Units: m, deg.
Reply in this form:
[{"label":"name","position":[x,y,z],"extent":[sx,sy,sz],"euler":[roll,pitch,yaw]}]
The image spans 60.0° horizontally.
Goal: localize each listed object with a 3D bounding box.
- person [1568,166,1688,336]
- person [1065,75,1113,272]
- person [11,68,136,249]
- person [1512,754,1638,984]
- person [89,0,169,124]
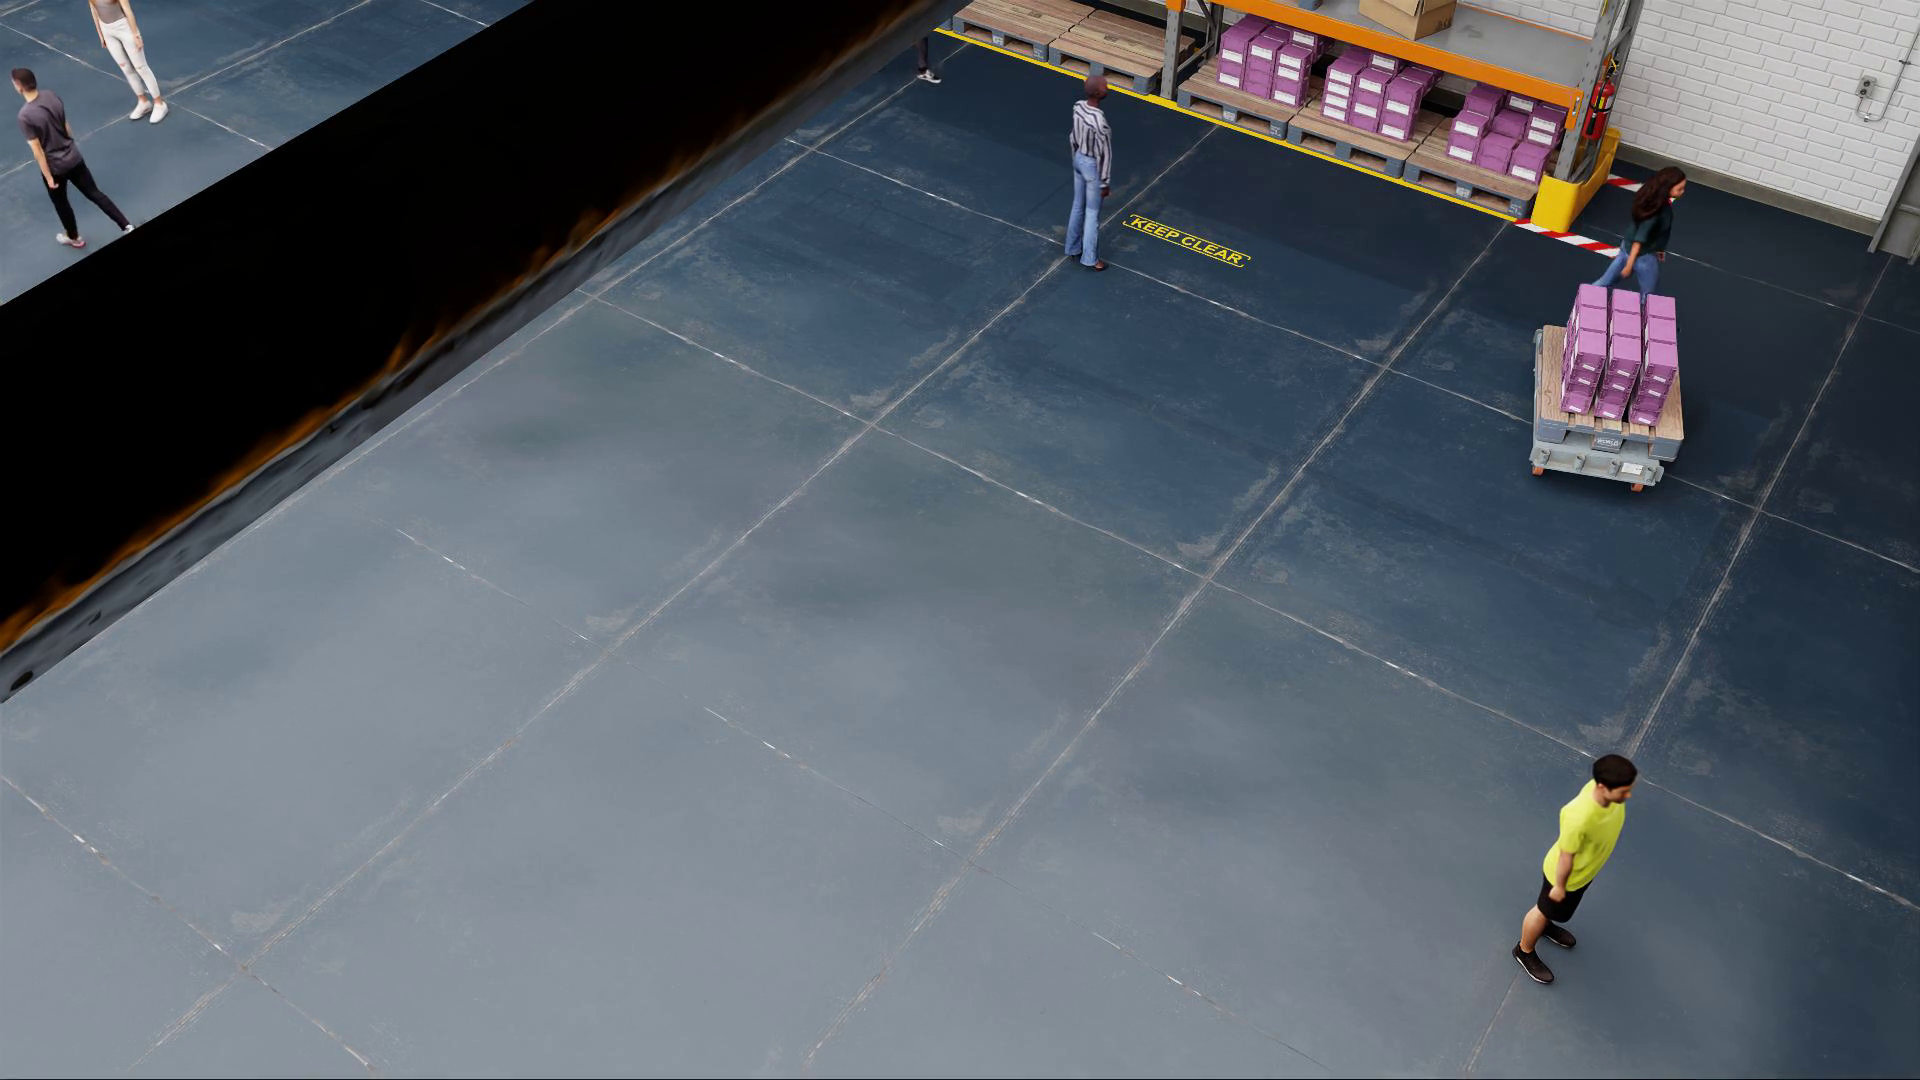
[{"label":"person","position":[5.391,-2.322,13.428],"extent":[1.163,1.563,0.810],"euler":[13,45,13]},{"label":"person","position":[1.100,-3.107,14.084],"extent":[0.756,1.796,0.618],"euler":[-21,48,-21]},{"label":"person","position":[-7.618,-3.216,14.240],"extent":[1.169,1.738,0.813],"euler":[15,46,15]},{"label":"person","position":[3.339,1.744,9.055],"extent":[0.560,1.709,0.636],"euler":[31,52,28]},{"label":"person","position":[-8.060,-4.871,15.992],"extent":[0.591,1.717,0.720],"euler":[8,44,8]}]
